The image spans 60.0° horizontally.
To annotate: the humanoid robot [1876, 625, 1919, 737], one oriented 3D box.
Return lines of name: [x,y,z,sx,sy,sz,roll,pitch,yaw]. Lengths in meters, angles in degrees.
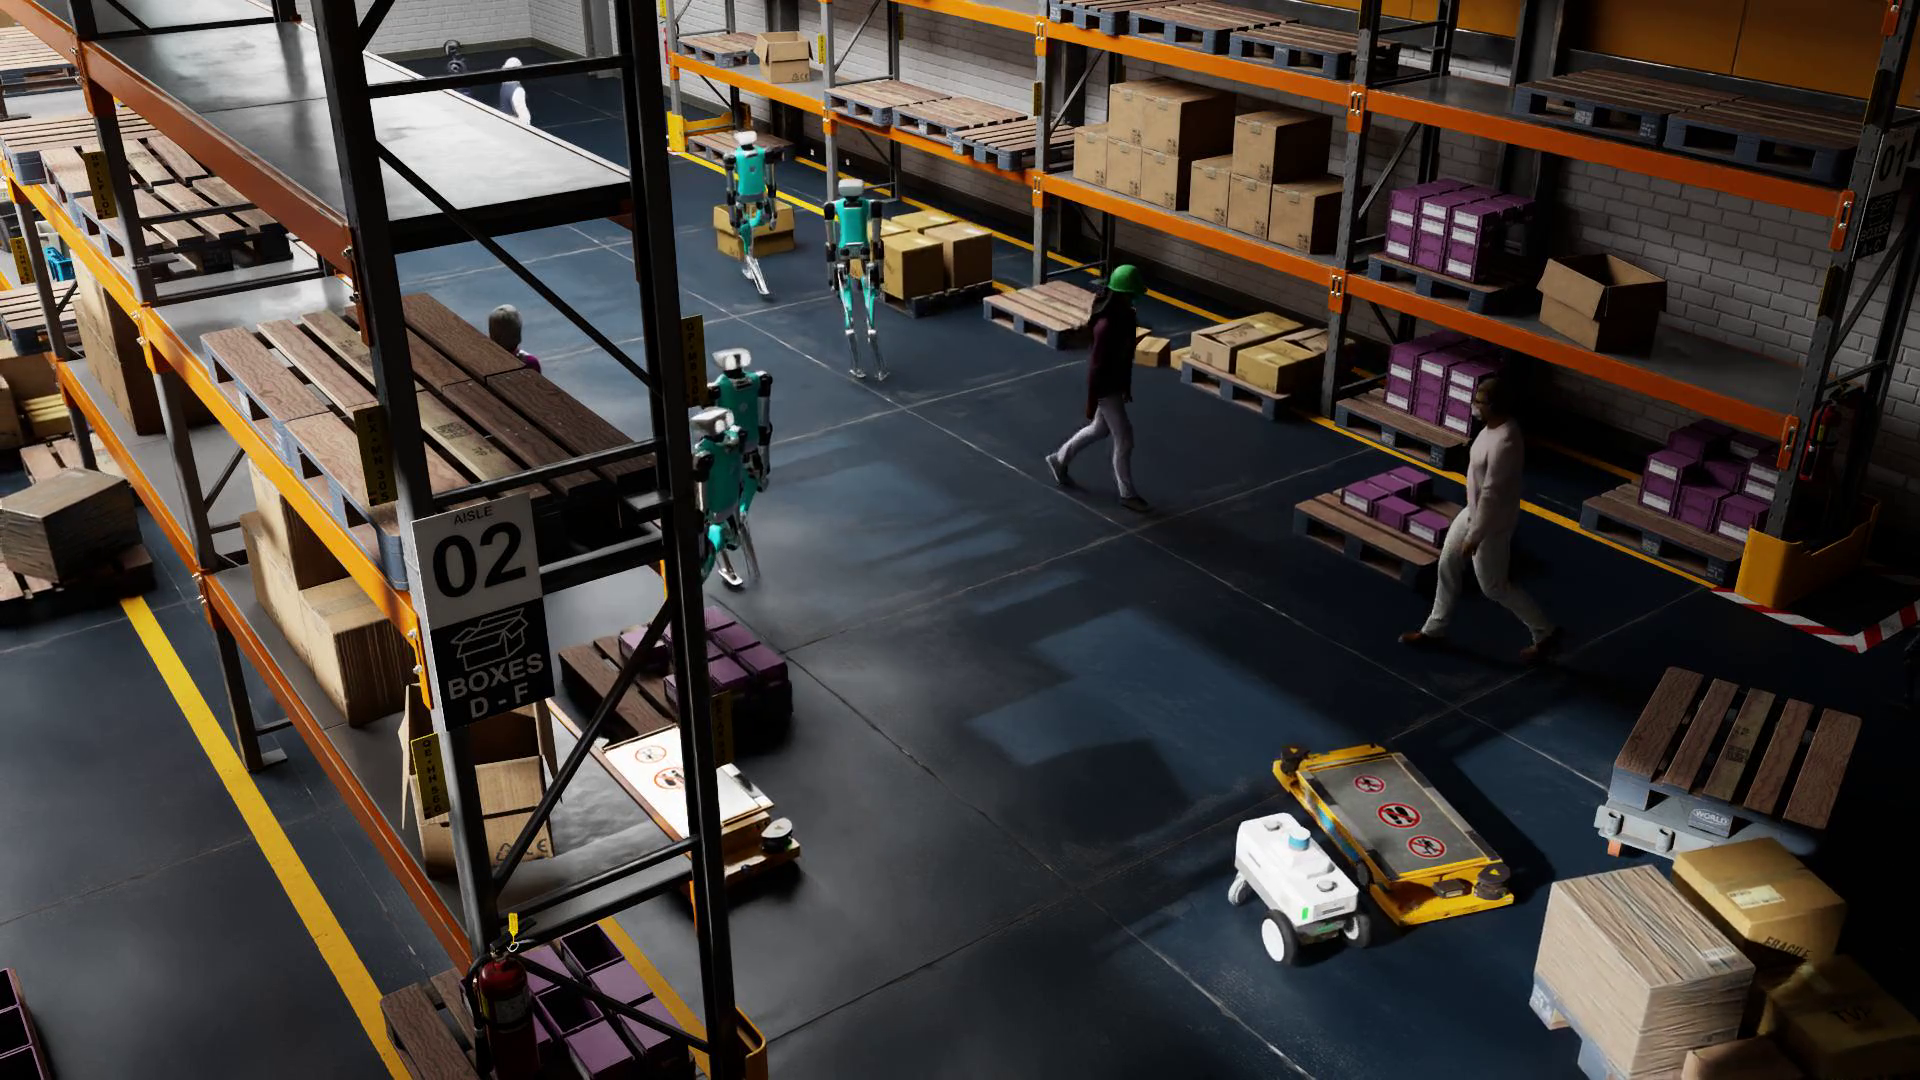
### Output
humanoid robot: [5.722,0.398,9.639,0.554,1.643,0.602,17,31,31]

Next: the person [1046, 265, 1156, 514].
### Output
person: [1.076,-1.177,12.511,0.943,1.910,0.500,15,31,28]

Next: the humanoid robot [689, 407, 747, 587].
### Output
humanoid robot: [-1.687,0.010,10.428,0.755,1.861,0.563,11,29,21]

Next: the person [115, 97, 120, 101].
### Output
person: [-10.393,-5.153,20.334,0.406,1.986,0.622,-14,30,-25]

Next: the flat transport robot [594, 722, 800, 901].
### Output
flat transport robot: [-1.522,1.434,9.136,0.659,0.231,1.431,-18,32,-31]

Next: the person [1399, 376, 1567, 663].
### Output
person: [3.373,-0.111,10.395,0.938,1.897,0.638,3,27,6]

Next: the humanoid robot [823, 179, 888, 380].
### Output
humanoid robot: [-0.917,-2.278,14.893,0.552,1.771,0.801,-3,27,-5]

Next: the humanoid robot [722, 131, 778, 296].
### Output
humanoid robot: [-2.195,-3.374,17.094,0.561,1.743,1.039,-12,29,-22]

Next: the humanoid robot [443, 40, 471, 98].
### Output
humanoid robot: [-6.531,-5.671,21.697,0.321,1.655,0.610,-7,28,-14]

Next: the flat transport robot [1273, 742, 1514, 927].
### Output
flat transport robot: [2.301,1.525,8.954,0.659,0.231,1.431,-8,28,-15]

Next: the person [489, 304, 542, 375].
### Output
person: [-3.106,-0.778,11.780,0.510,1.845,0.337,6,27,13]

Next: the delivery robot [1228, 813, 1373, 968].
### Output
delivery robot: [1.661,1.707,8.266,0.525,0.587,0.743,-9,28,-18]

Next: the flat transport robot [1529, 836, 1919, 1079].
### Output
flat transport robot: [3.294,2.368,7.277,0.659,0.231,1.431,-7,27,-13]

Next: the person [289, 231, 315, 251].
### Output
person: [-6.072,-2.463,15.374,0.293,1.628,0.499,4,27,9]

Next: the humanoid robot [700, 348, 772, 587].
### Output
humanoid robot: [-1.609,-0.465,11.349,0.544,1.862,0.677,-20,33,-34]

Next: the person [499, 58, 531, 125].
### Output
person: [-5.432,-4.984,20.265,0.725,1.738,0.759,-14,30,-26]
